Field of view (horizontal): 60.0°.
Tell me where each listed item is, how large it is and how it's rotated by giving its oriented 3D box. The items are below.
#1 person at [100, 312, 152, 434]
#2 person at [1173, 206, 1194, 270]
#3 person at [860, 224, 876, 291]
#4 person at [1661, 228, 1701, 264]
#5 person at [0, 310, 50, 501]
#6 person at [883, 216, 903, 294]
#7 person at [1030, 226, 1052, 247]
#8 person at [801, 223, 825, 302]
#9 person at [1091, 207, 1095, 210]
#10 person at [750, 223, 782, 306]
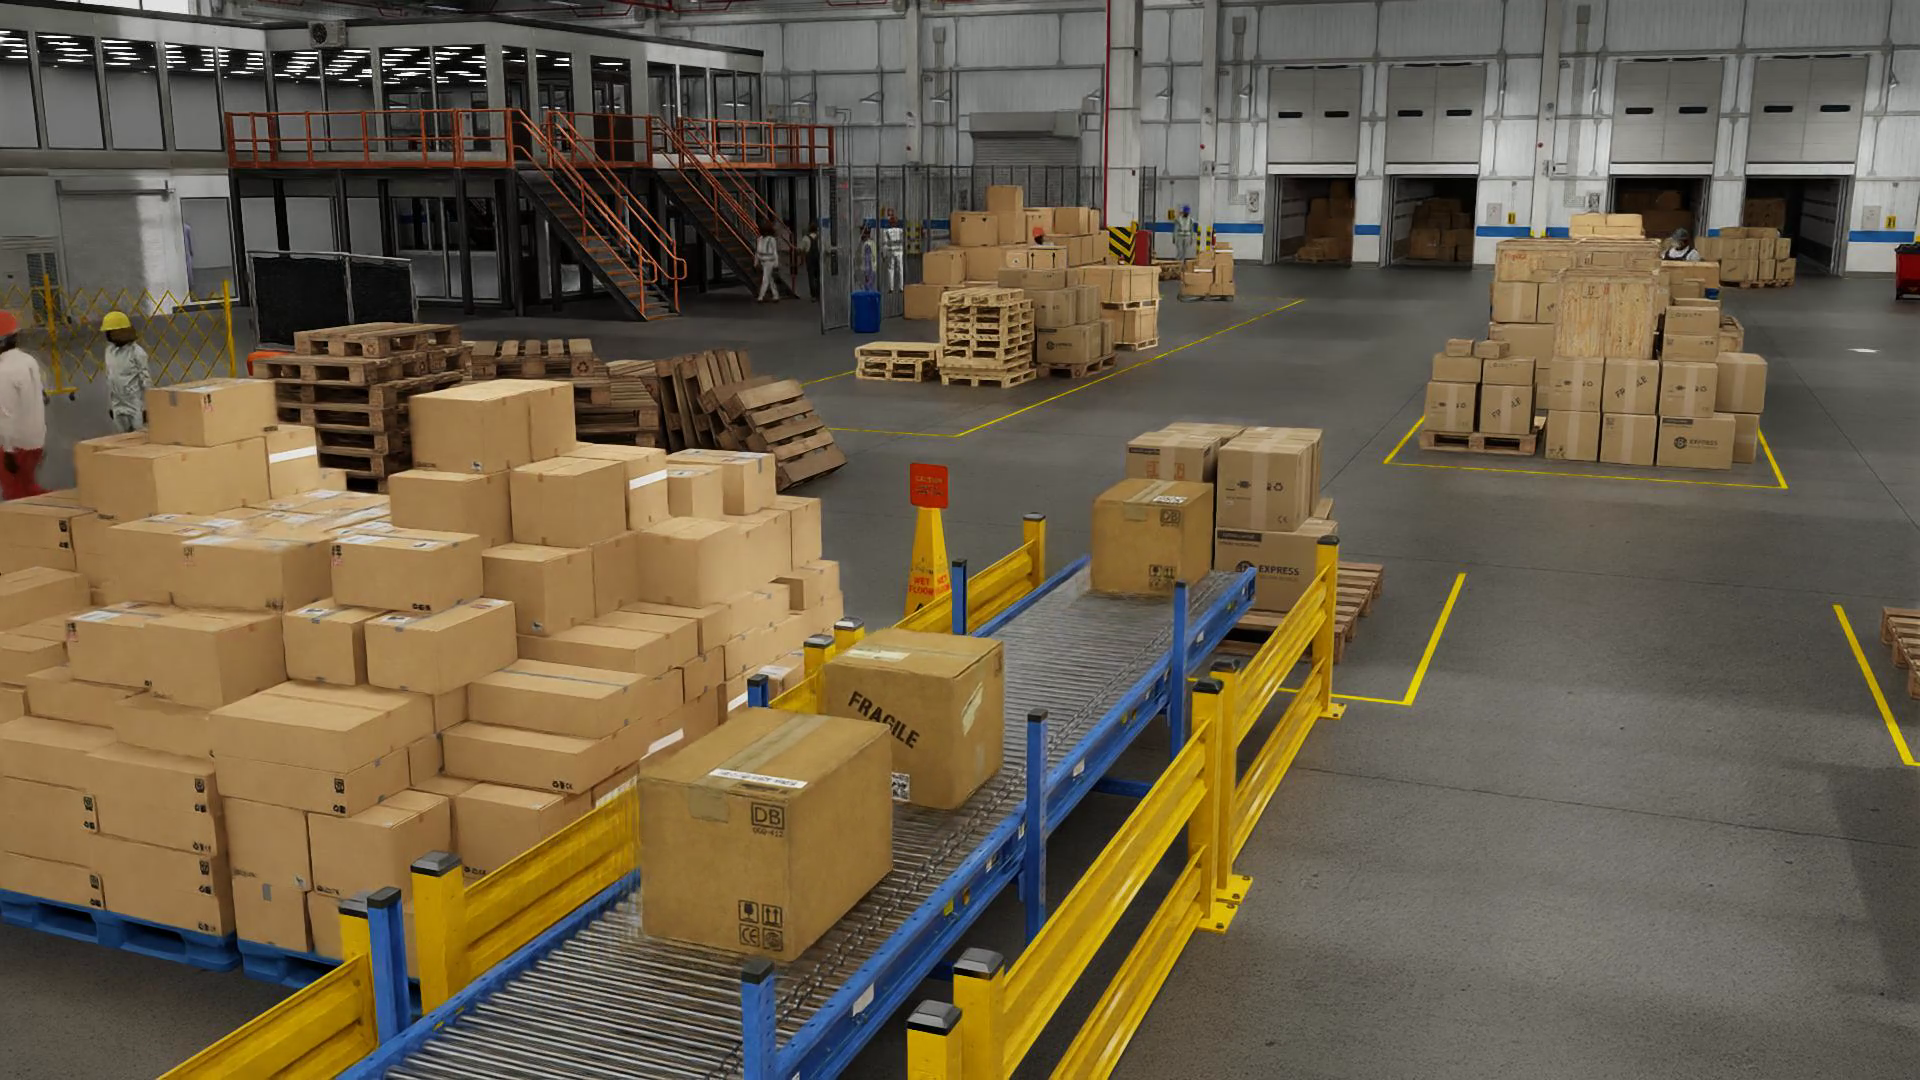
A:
[{"bbox_3d":[-7.634,-1.223,15.260,0.487,1.737,0.320,5,13,20],"label":"person"},{"bbox_3d":[6.778,-9.105,50.215,0.623,1.908,0.795,-2,13,-8],"label":"person"},{"bbox_3d":[-1.850,-5.454,33.851,0.397,1.911,0.587,0,13,2],"label":"person"},{"bbox_3d":[12.295,-4.370,28.685,0.536,2.000,0.773,-10,16,-37],"label":"person"},{"bbox_3d":[-7.093,-0.761,12.637,0.612,1.978,0.630,-1,13,-6],"label":"person"},{"bbox_3d":[-1.597,-6.954,40.634,0.572,1.883,0.355,-2,13,-9],"label":"person"},{"bbox_3d":[1.600,-5.287,33.084,0.475,1.911,0.554,-11,17,-41],"label":"person"},{"bbox_3d":[-3.391,-6.414,38.419,0.534,1.794,0.959,-2,13,-11],"label":"person"},{"bbox_3d":[4.138,-9.410,51.735,0.393,1.848,0.563,-2,13,-8],"label":"person"},{"bbox_3d":[-4.350,-6.165,37.241,1.000,1.824,0.596,-12,17,-43],"label":"person"}]
